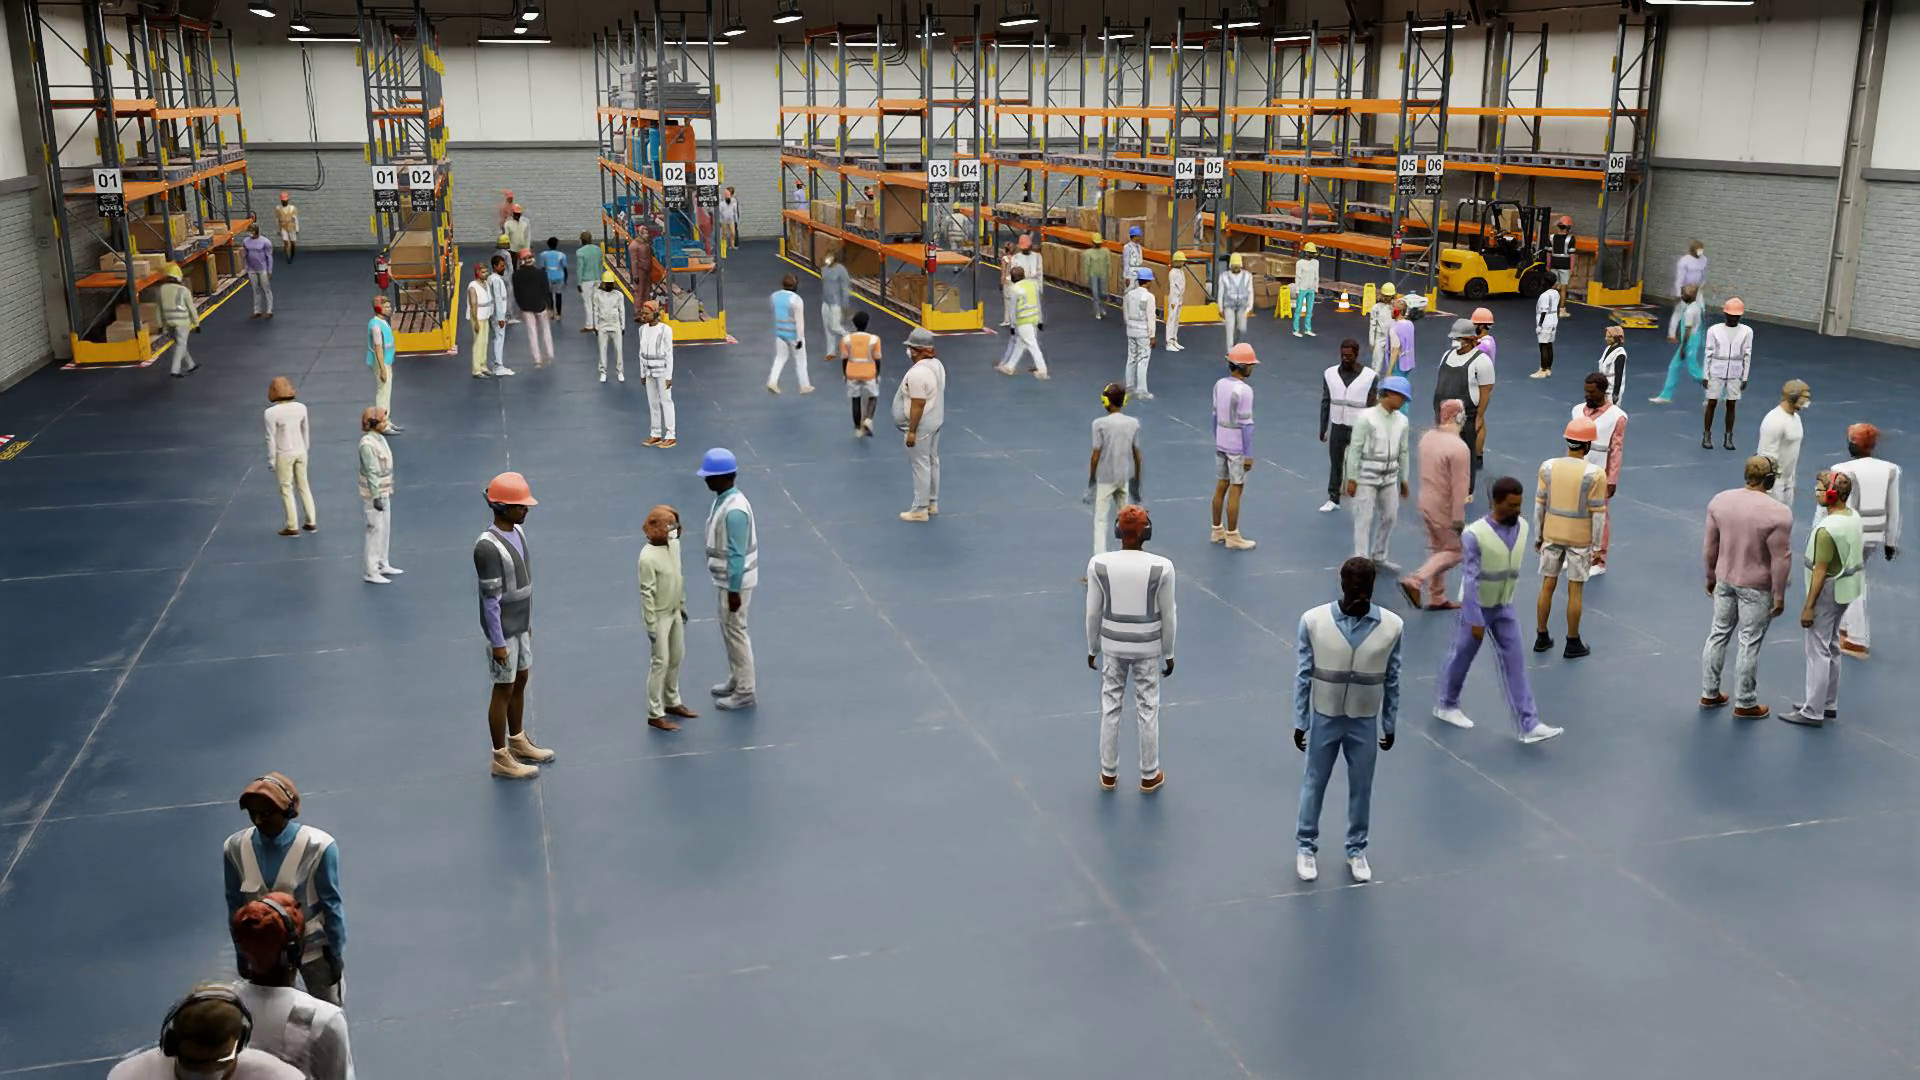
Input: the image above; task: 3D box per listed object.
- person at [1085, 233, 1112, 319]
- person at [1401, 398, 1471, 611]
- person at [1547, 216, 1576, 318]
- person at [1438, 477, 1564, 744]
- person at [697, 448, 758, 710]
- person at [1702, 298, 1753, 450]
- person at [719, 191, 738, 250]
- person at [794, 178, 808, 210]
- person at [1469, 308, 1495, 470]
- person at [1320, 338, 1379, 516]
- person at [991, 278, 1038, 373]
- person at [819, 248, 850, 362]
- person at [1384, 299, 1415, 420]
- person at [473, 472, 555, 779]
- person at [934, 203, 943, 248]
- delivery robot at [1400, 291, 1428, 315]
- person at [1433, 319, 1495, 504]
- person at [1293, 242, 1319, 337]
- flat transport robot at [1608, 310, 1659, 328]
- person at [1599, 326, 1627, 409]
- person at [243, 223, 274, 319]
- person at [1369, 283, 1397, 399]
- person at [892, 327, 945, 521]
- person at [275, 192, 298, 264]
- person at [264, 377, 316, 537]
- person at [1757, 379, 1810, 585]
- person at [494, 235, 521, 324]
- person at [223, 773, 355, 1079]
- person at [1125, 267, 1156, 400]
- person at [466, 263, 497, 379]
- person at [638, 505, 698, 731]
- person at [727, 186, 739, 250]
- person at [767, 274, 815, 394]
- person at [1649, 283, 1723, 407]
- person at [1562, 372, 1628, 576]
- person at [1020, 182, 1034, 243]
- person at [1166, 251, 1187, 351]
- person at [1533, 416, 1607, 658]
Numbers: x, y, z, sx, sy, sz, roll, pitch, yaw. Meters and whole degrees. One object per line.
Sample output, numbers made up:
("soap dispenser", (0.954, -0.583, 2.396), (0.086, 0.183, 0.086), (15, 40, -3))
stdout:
("person", (2.794, -5.318, 33.516), (0.554, 1.737, 0.416), (-1, 15, -4))
("person", (4.096, -0.275, 14.279), (0.560, 1.882, 0.647), (-3, 15, -12))
("person", (12.230, -5.556, 33.836), (0.377, 2.045, 0.605), (-13, 20, -40))
("person", (3.720, 0.488, 11.442), (0.606, 1.857, 1.000), (-8, 17, -28))
("person", (-1.678, 0.275, 12.112), (0.418, 1.936, 0.616), (-4, 15, -16))
("person", (9.698, -2.098, 21.051), (0.544, 1.930, 0.388), (4, 15, 15))
("person", (-6.791, -9.345, 48.730), (0.567, 1.714, 0.583), (-4, 15, -15))
("person", (-4.956, -10.252, 51.712), (0.372, 1.939, 0.544), (12, 19, 38))
("person", (6.201, -1.811, 19.949), (0.361, 1.938, 0.545), (6, 16, 21))
("person", (4.142, -1.210, 17.768), (0.605, 1.905, 0.404), (8, 17, 29))
("person", (0.952, -3.507, 26.995), (0.866, 1.581, 0.524), (6, 16, 20))
("person", (-2.102, -3.992, 28.189), (0.586, 1.923, 0.633), (-14, 20, -43))
("person", (5.704, -2.206, 21.613), (0.374, 1.843, 0.569), (11, 18, 35))
("person", (-2.915, 0.555, 10.870), (0.404, 2.035, 0.606), (1, 15, 5))
("person", (-0.610, -9.244, 48.288), (0.290, 1.746, 0.486), (-1, 15, -5))
("delivery robot", (9.151, -4.789, 33.625), (0.707, 0.478, 0.477), (-13, 20, -40))
("person", (5.449, -1.414, 18.259), (0.537, 2.000, 0.689), (-9, 17, -30))
("person", (6.482, -4.675, 31.073), (0.526, 1.760, 0.340), (-7, 17, -25))
("flat transport robot", (13.226, -4.341, 32.663), (0.652, 0.197, 1.431), (3, 15, 10))
("person", (8.090, -1.843, 20.665), (0.313, 1.633, 0.518), (1, 15, 2))
("person", (-14.152, -5.425, 33.559), (0.627, 1.934, 0.370), (3, 15, 10))
("person", (6.294, -2.934, 24.578), (0.491, 1.730, 0.323), (-1, 15, -4))
("person", (-0.450, -1.230, 17.564), (0.538, 2.000, 0.687), (5, 16, 18))
("person", (-18.120, -8.405, 44.812), (0.547, 1.920, 0.584), (-6, 16, -21))
("person", (-6.814, -0.842, 16.906), (0.282, 1.625, 0.499), (8, 17, 27))
("person", (7.399, -0.506, 15.067), (0.391, 1.929, 0.638), (14, 20, 42))
("person", (-8.996, -5.169, 32.955), (0.484, 1.745, 0.298), (11, 19, 36))
("person", (-2.858, 1.758, 7.113), (0.508, 1.629, 0.319), (1, 15, 3))
("person", (2.686, -3.056, 24.641), (0.417, 1.939, 0.609), (-9, 17, -31))
("person", (-7.644, -3.492, 26.487), (0.413, 1.835, 0.566), (2, 15, 9))
("person", (-2.079, 0.539, 11.711), (0.279, 1.621, 0.508), (5, 16, 18))
("person", (-6.696, -9.494, 49.055), (0.340, 1.839, 0.504), (0, 15, -1))
("person", (-2.566, -3.083, 24.972), (0.633, 1.819, 0.778), (10, 18, 33))
("person", (10.581, -2.807, 23.987), (0.948, 1.802, 0.519), (7, 16, 24))
("person", (5.923, -0.625, 15.548), (0.402, 1.910, 0.598), (-8, 17, -27))
("person", (2.040, -10.041, 51.050), (0.523, 1.870, 0.317), (-8, 17, -28))
("person", (3.838, -4.224, 29.401), (0.304, 1.745, 0.483), (8, 17, 27))
("person", (4.850, -0.026, 13.232), (0.553, 1.935, 0.364), (13, 20, 41))
